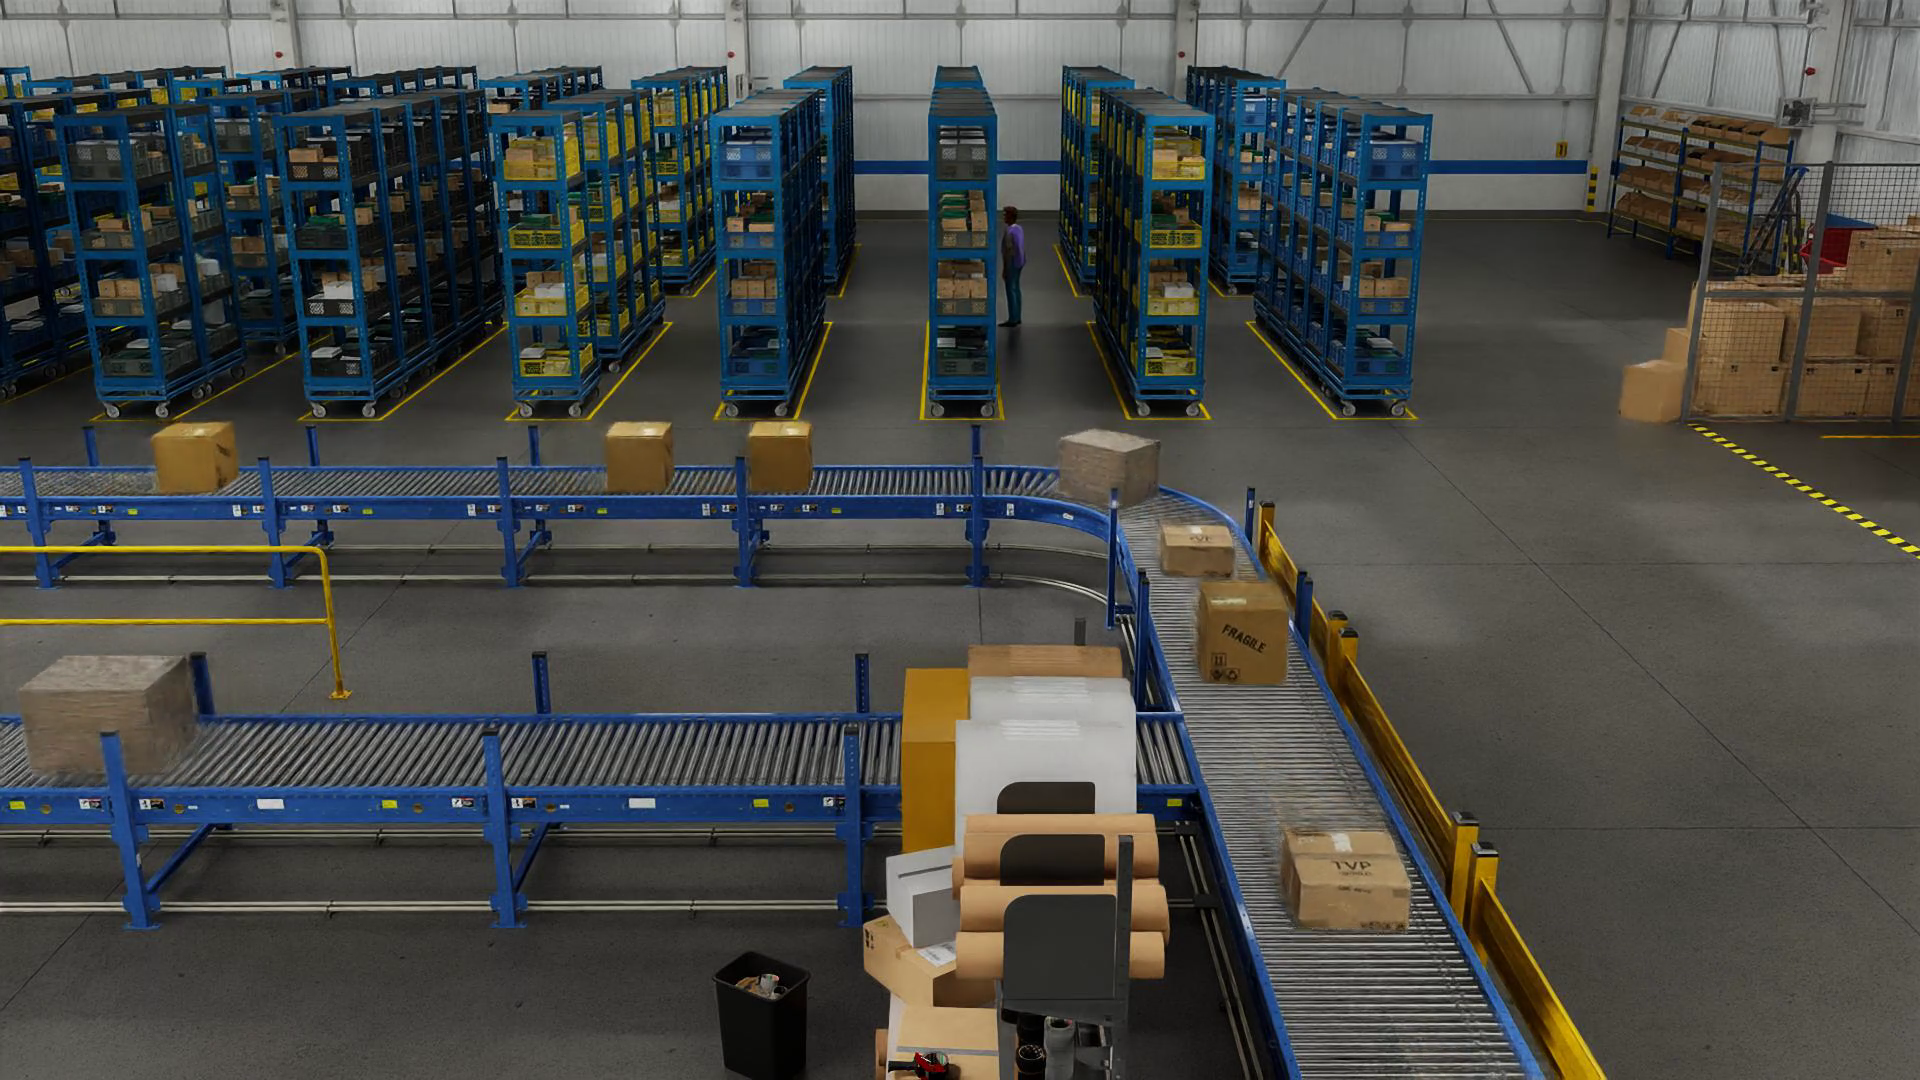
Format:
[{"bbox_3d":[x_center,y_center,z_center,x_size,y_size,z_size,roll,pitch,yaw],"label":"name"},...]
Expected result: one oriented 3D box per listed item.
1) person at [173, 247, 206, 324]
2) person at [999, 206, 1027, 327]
[{"bbox_3d":[-10.661,-3.350,23.018,0.433,1.817,0.597,7,19,20],"label":"person"},{"bbox_3d":[0.825,-4.215,25.657,0.388,1.840,0.568,7,19,20],"label":"person"}]
